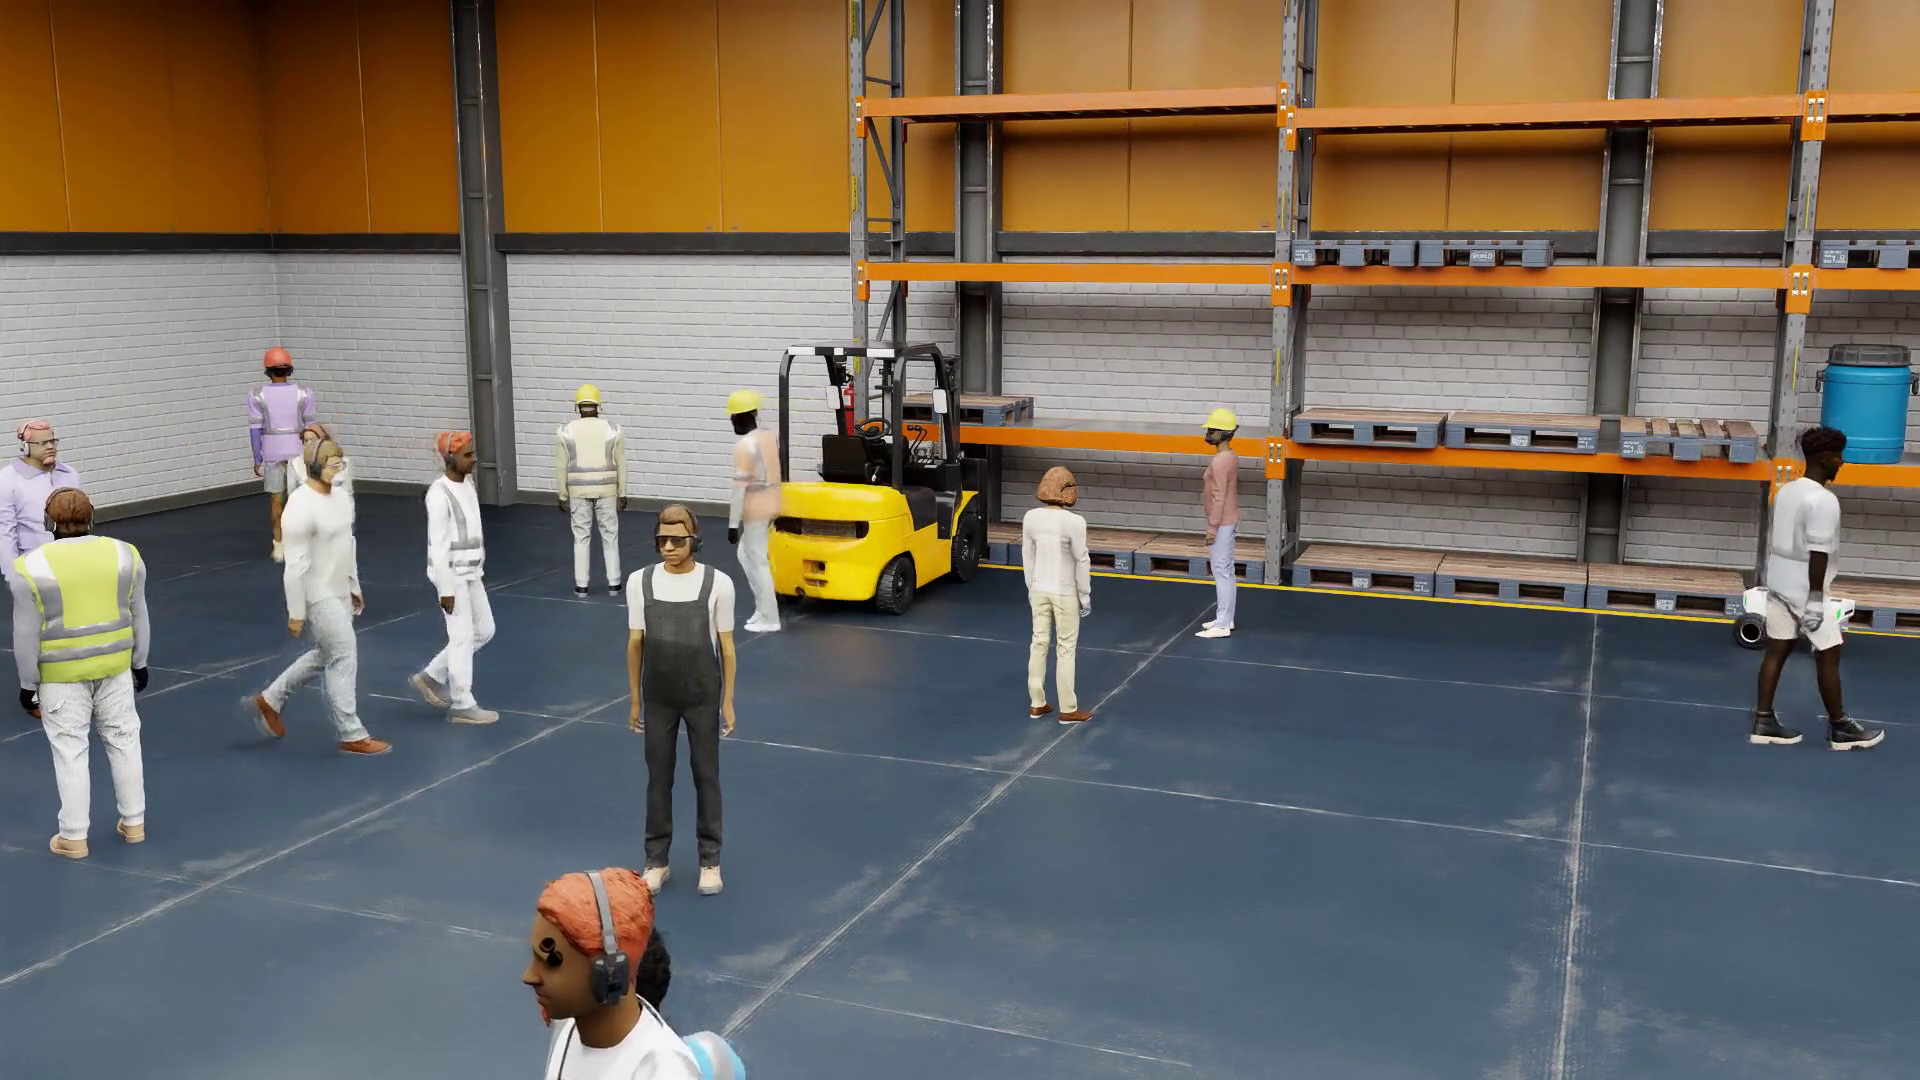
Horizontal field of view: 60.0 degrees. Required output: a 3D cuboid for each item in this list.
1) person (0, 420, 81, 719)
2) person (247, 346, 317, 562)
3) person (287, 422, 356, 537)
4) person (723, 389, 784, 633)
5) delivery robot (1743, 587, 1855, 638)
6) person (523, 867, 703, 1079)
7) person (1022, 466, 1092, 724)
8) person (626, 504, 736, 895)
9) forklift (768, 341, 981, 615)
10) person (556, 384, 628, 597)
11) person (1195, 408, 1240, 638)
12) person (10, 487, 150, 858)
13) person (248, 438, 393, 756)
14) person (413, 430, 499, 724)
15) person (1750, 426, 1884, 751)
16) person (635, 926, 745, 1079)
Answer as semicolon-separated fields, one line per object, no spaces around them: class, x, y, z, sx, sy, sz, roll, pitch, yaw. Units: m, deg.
person;-5.859;0.177;10.712;0.409;1.908;0.639;4;11;20
person;-6.426;-0.814;15.836;0.608;2.048;0.365;-5;11;-26
person;-5.052;-0.137;13.248;0.526;1.627;0.459;-1;10;-3
person;-1.609;-0.212;12.879;0.521;1.900;0.603;3;11;18
delivery robot;6.226;0.511;12.352;0.477;0.478;0.707;-10;14;-44
person;-0.650;1.532;3.227;0.352;1.881;0.576;-6;12;-30
person;0.615;0.347;10.523;0.500;1.633;0.284;8;13;39
person;-1.290;0.742;7.733;0.506;1.846;0.351;0;10;1
forklift;-0.739;-0.602;14.246;1.214;2.155;2.313;4;11;21
person;-3.150;-0.422;14.257;0.601;1.827;0.403;-3;10;-14
person;1.992;-0.129;12.795;0.302;1.771;0.531;3;11;19
person;-4.354;0.648;8.265;0.429;1.843;0.633;9;14;41
person;-3.844;0.341;9.809;0.864;1.913;0.652;0;10;2
person;-3.191;0.239;10.453;0.484;1.869;0.596;1;10;3
person;5.178;0.289;9.962;0.774;1.941;0.638;0;10;-1
person;-0.635;1.591;3.453;0.443;1.680;0.535;8;13;39
